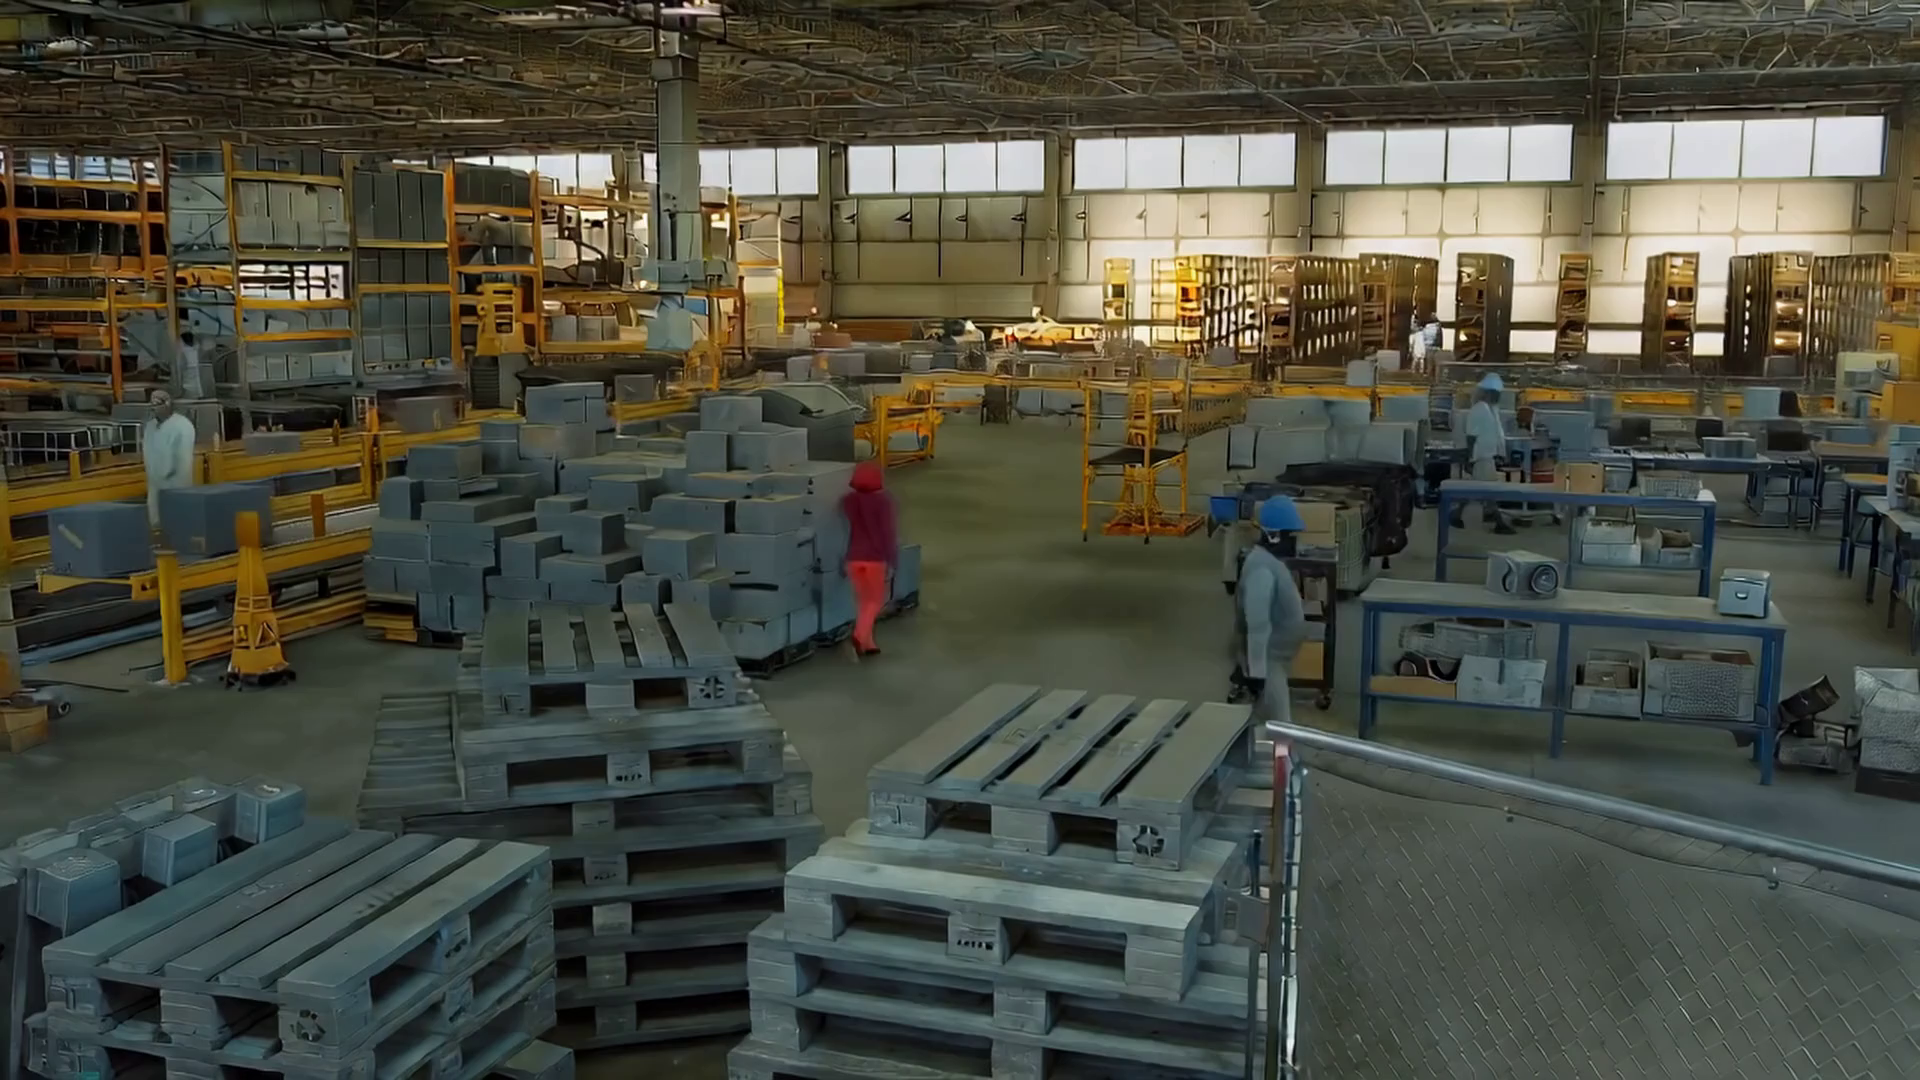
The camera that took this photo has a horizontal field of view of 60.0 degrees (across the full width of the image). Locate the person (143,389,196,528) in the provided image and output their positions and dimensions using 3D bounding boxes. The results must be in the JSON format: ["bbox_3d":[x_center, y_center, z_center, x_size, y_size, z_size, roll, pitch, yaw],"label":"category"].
[{"bbox_3d":[-8.012,-0.585,16.870,0.645,1.892,0.463,4,10,21],"label":"person"}]

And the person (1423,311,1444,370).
[{"bbox_3d":[13.460,-5.510,47.378,0.605,2.027,0.549,4,10,22],"label":"person"}]

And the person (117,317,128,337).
[{"bbox_3d":[-25.092,-5.771,49.766,0.647,1.788,0.975,5,10,27],"label":"person"}]

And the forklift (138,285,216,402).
[{"bbox_3d":[-17.480,-4.200,36.461,1.873,2.768,1.129,3,10,19],"label":"forklift"}]

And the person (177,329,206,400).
[{"bbox_3d":[-14.886,-3.053,32.027,0.979,2.010,0.612,4,10,24],"label":"person"}]

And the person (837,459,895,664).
[{"bbox_3d":[-0.758,0.176,12.957,0.506,1.616,0.631,4,10,26],"label":"person"}]

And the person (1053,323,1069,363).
[{"bbox_3d":[2.689,-4.759,43.344,0.619,1.808,0.627,6,11,34],"label":"person"}]

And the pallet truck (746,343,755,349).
[{"bbox_3d":[-6.183,-4.618,44.264,1.601,1.201,0.680,-9,12,-43],"label":"pallet truck"}]

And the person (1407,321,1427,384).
[{"bbox_3d":[11.864,-4.750,43.148,0.571,1.845,0.382,-5,10,-27],"label":"person"}]

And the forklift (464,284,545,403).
[{"bbox_3d":[-10.832,-4.702,39.610,1.129,2.768,1.873,3,10,20],"label":"forklift"}]

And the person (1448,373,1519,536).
[{"bbox_3d":[6.174,-1.026,19.641,0.958,1.898,0.544,8,12,42],"label":"person"}]

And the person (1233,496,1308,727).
[{"bbox_3d":[1.688,0.650,9.352,0.499,1.818,0.599,2,9,12],"label":"person"}]

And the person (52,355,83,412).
[{"bbox_3d":[-17.447,-3.084,32.537,0.543,1.904,0.917,-8,12,-41],"label":"person"}]

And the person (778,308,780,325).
[{"bbox_3d":[-7.206,-8.351,66.041,0.433,1.750,0.544,3,10,19],"label":"person"}]

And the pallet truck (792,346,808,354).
[{"bbox_3d":[-3.705,-4.298,42.022,0.653,1.274,1.630,3,10,20],"label":"pallet truck"}]

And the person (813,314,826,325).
[{"bbox_3d":[-4.313,-6.068,51.427,0.664,1.851,1.013,6,11,33],"label":"person"}]
